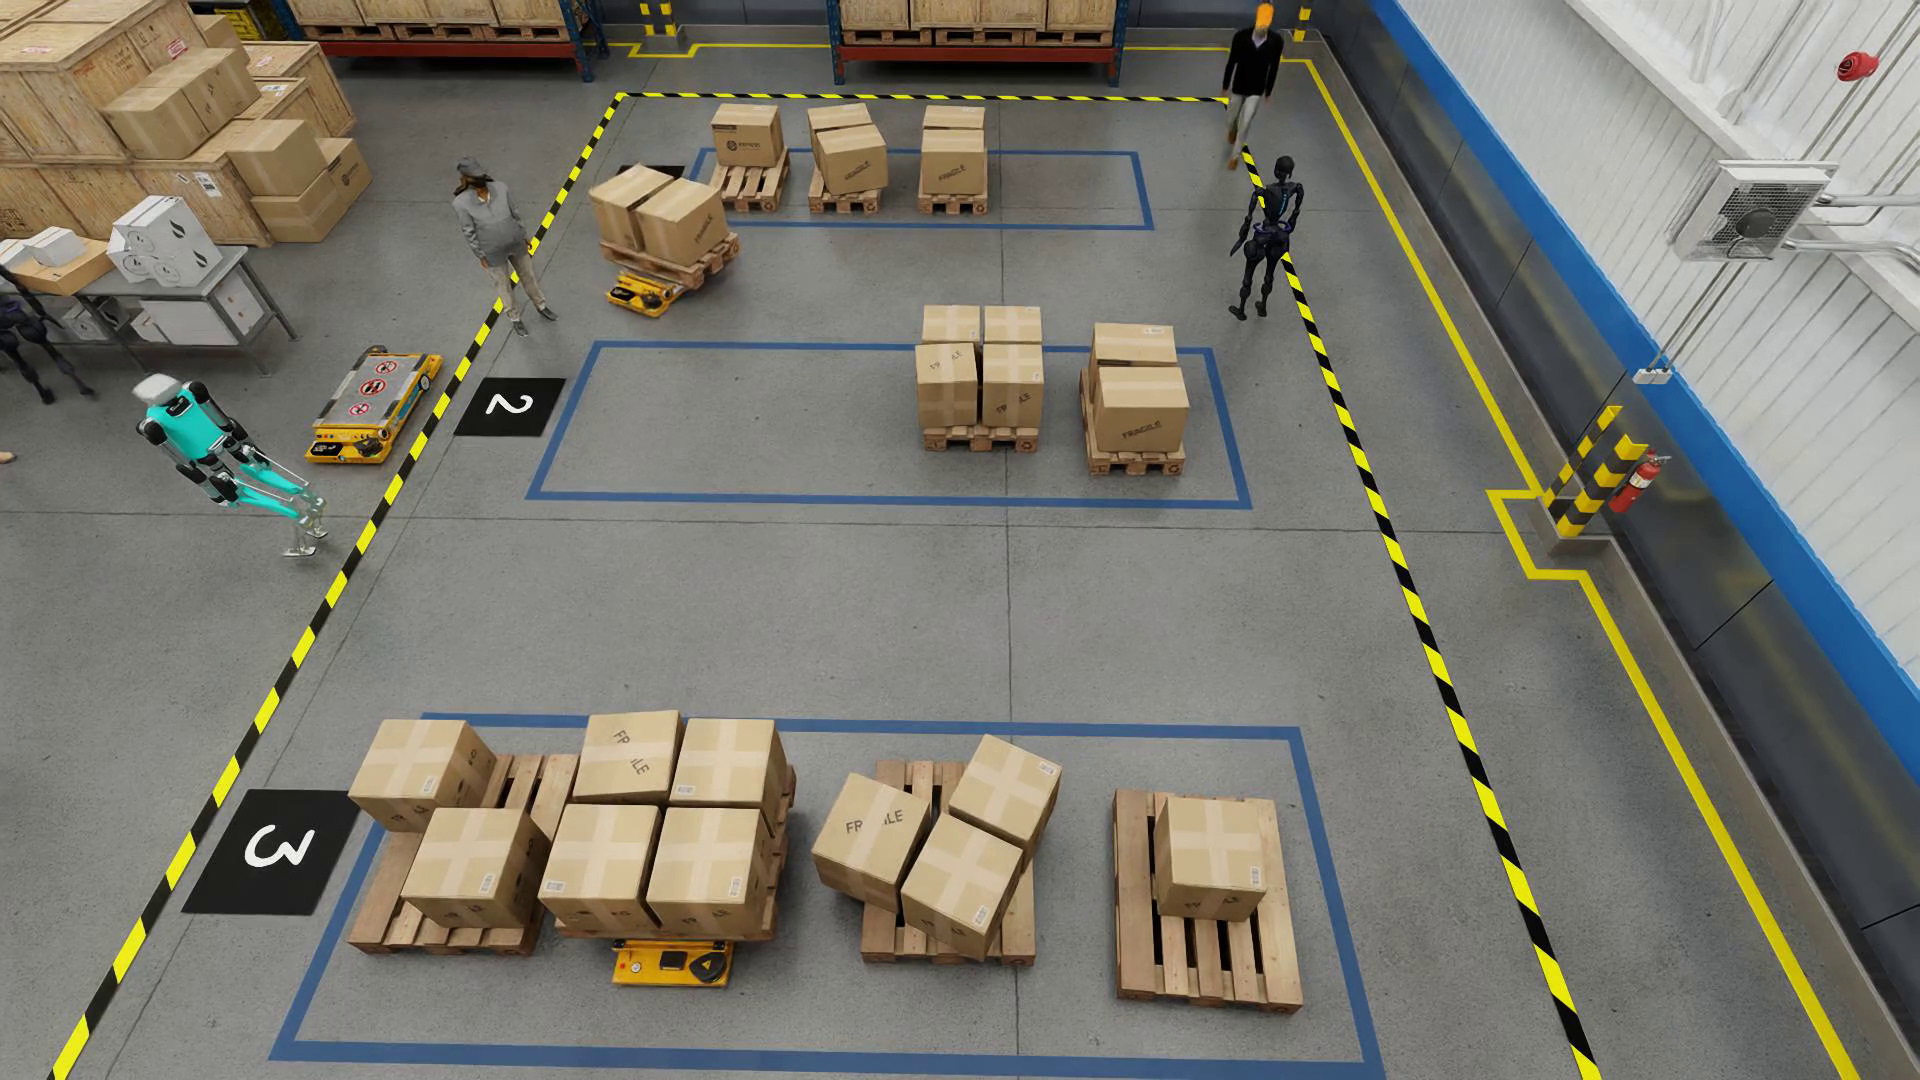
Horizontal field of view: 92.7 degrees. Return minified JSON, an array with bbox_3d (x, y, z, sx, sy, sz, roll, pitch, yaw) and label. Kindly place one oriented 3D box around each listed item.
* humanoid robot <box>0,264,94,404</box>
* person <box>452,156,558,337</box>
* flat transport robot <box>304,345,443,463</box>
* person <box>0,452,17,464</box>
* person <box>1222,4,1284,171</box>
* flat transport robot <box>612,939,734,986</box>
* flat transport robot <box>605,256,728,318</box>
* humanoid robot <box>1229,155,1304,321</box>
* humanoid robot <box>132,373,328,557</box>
[{"bbox_3d":[-8.391,-1.902,8.068,0.608,1.628,0.520,-35,58,-26],"label":"humanoid robot"},{"bbox_3d":[-4.383,-2.810,8.761,0.396,1.769,0.565,34,58,26],"label":"person"},{"bbox_3d":[-5.383,-1.269,8.441,0.659,0.231,1.431,1,50,1],"label":"flat transport robot"},{"bbox_3d":[-8.524,-1.254,7.268,0.371,2.042,0.613,2,50,2],"label":"person"},{"bbox_3d":[3.438,-5.433,10.926,0.590,1.866,0.636,14,51,12],"label":"person"},{"bbox_3d":[-1.659,1.971,5.681,0.652,0.197,1.431,1,50,1],"label":"flat transport robot"},{"bbox_3d":[-3.082,-2.933,9.831,0.652,0.197,1.431,21,53,17],"label":"flat transport robot"},{"bbox_3d":[2.965,-2.917,8.904,0.599,1.655,0.315,-8,50,-7],"label":"humanoid robot"},{"bbox_3d":[-5.178,-0.488,6.730,0.735,1.677,0.533,8,50,7],"label":"humanoid robot"}]
